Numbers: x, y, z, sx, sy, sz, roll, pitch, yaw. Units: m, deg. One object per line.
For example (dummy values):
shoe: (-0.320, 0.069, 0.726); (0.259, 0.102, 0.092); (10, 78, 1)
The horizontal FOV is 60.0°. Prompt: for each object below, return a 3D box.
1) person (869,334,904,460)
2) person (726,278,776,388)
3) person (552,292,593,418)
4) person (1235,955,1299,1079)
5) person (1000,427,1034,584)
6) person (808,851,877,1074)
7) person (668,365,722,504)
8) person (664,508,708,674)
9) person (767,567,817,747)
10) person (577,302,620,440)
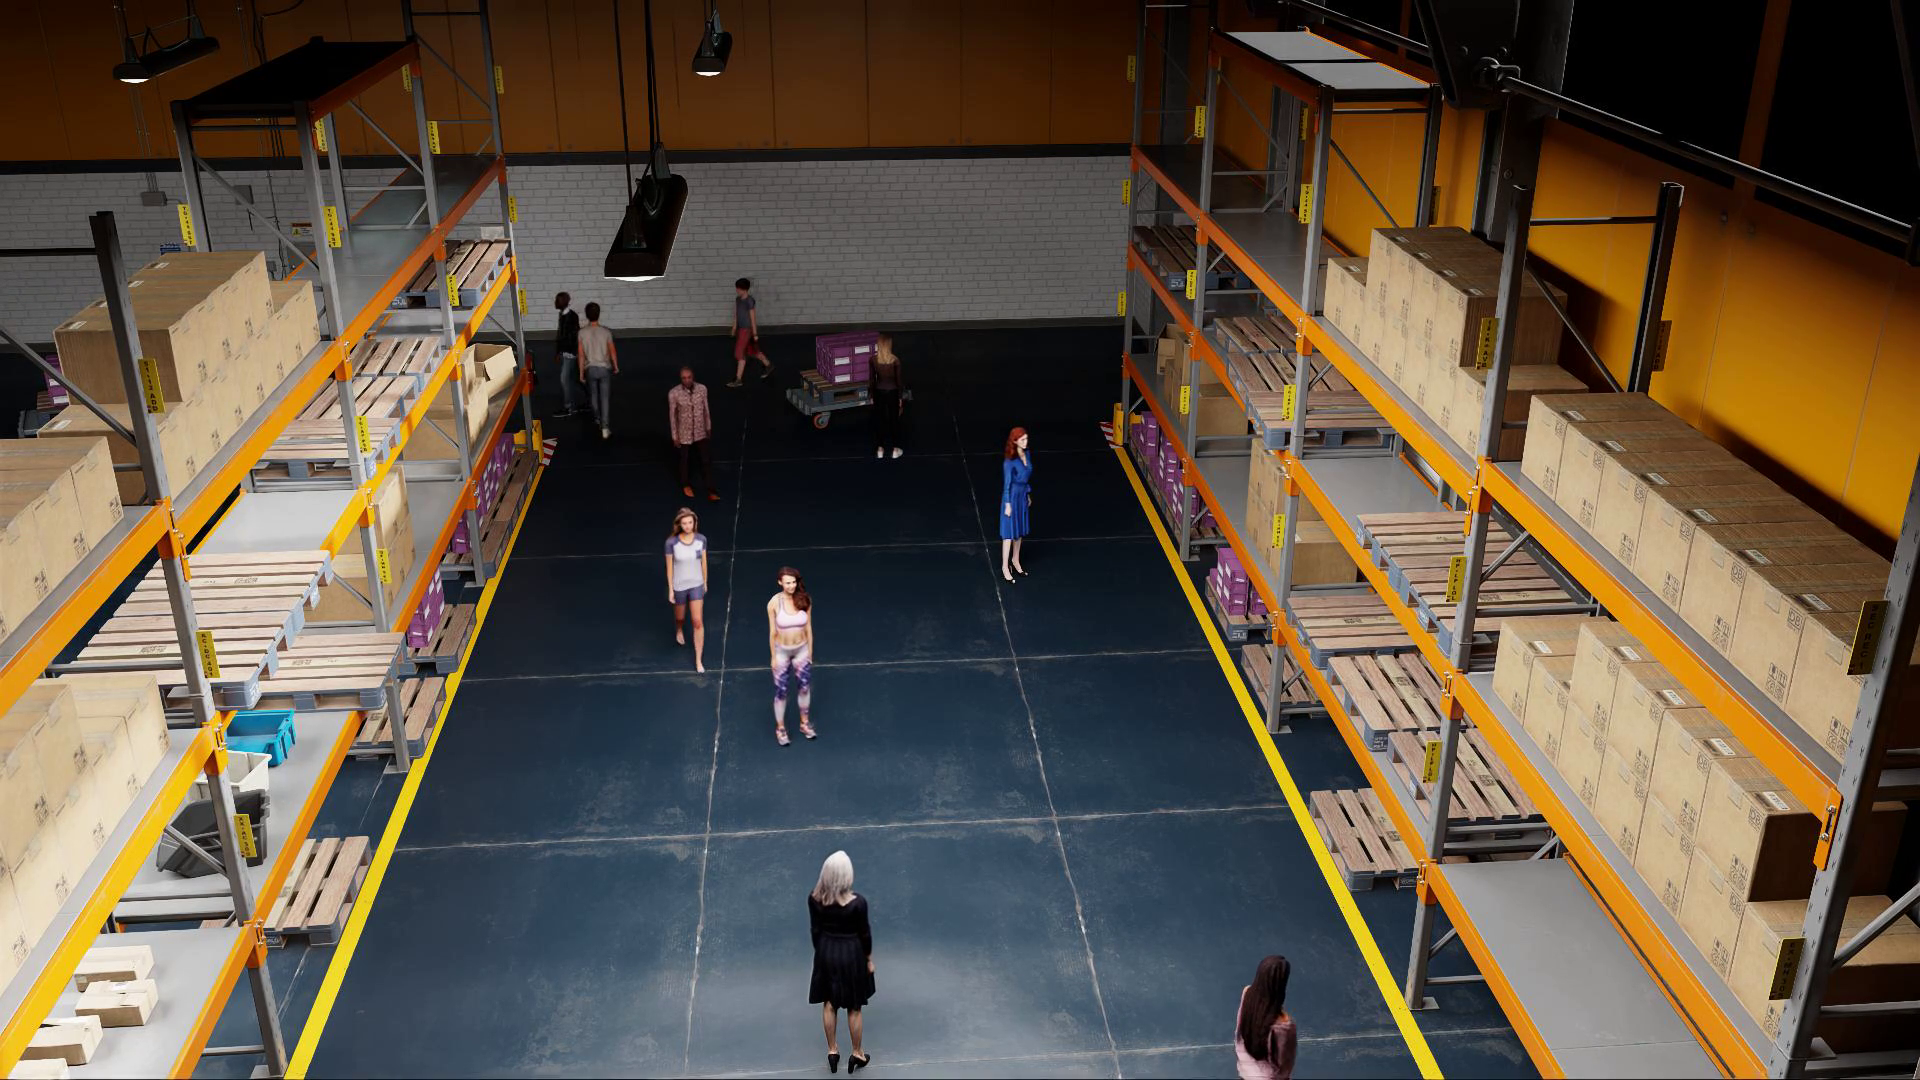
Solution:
person: (-0.992, -1.922, 22.281); (0.652, 1.703, 0.599); (4, 24, 9)
person: (-3.173, -3.176, 25.247); (1.020, 1.624, 1.142); (-15, 28, -31)
person: (-5.490, -2.684, 23.905); (0.988, 1.798, 0.976); (-15, 27, -30)
person: (1.773, 3.336, 10.138); (0.858, 1.796, 0.858); (-12, 26, -26)
person: (0.636, -0.409, 18.666); (0.776, 1.827, 0.710); (17, 29, 34)
person: (-0.801, 2.860, 11.288); (0.673, 1.746, 0.662); (5, 24, 12)
person: (-3.409, -1.355, 20.903); (0.931, 1.767, 1.201); (-11, 26, -23)
person: (-2.787, 0.454, 16.848); (0.720, 1.702, 1.101); (-6, 24, -14)
person: (-1.571, 1.058, 15.385); (0.620, 1.767, 0.603); (-8, 25, -18)
person: (-4.997, -2.306, 22.964); (0.683, 1.859, 1.037); (-3, 24, -6)
